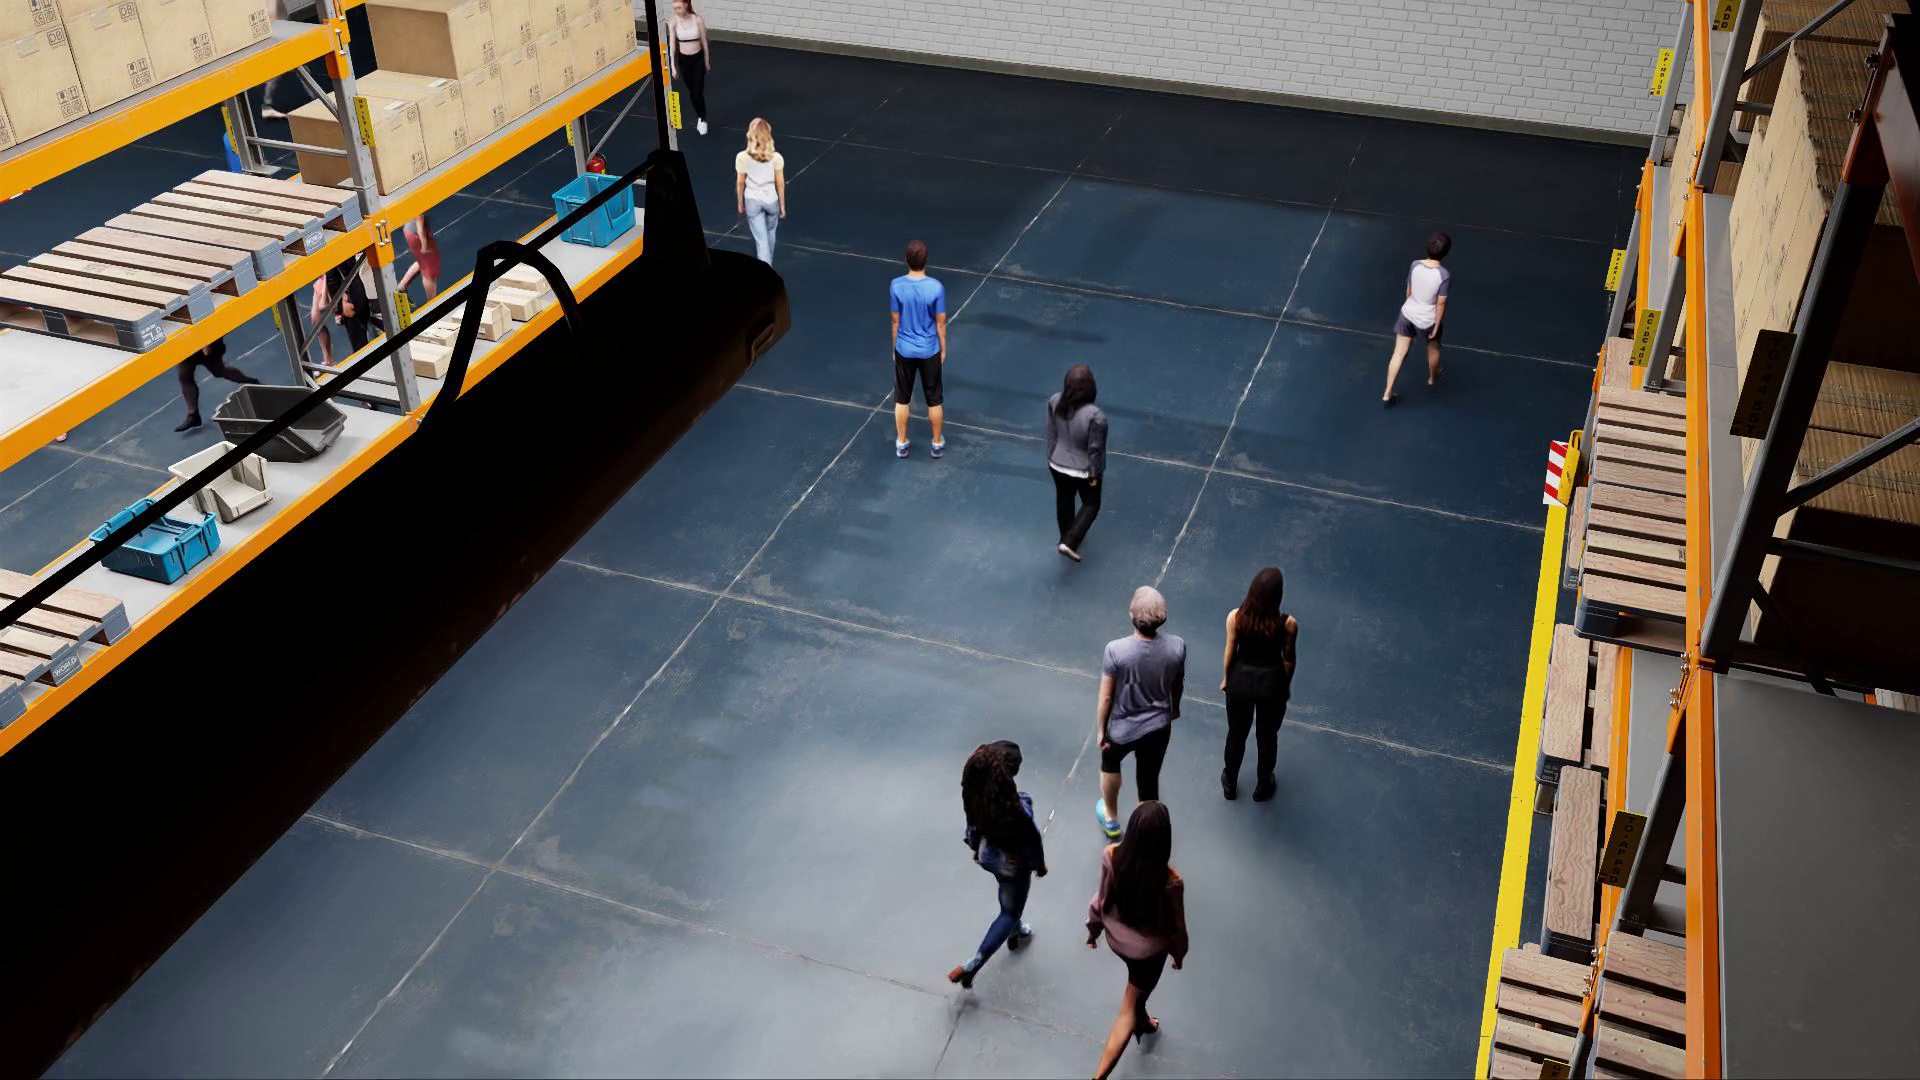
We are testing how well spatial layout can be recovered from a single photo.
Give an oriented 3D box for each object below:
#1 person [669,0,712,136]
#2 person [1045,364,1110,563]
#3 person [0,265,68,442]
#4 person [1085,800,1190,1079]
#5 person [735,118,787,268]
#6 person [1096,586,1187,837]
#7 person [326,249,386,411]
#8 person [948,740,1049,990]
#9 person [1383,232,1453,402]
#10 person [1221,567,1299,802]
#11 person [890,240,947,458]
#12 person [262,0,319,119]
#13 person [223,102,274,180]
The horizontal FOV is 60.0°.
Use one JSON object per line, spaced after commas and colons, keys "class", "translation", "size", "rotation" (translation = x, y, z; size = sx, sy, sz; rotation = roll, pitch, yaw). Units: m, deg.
{"class": "person", "translation": [-3.204, -5.751, 20.035], "size": [0.725, 1.719, 0.822], "rotation": [-5, 34, -7]}
{"class": "person", "translation": [0.813, -0.534, 12.307], "size": [0.794, 1.585, 0.876], "rotation": [23, 40, 30]}
{"class": "person", "translation": [-7.807, -1.554, 13.816], "size": [0.667, 1.612, 0.704], "rotation": [-11, 35, -16]}
{"class": "person", "translation": [0.833, 2.085, 8.192], "size": [0.869, 1.779, 1.162], "rotation": [20, 38, 27]}
{"class": "person", "translation": [-1.937, -3.233, 16.282], "size": [0.978, 1.680, 1.220], "rotation": [-4, 34, -6]}
{"class": "person", "translation": [1.040, 1.145, 9.529], "size": [0.864, 1.863, 0.950], "rotation": [-2, 34, -4]}
{"class": "person", "translation": [-5.096, -2.010, 14.250], "size": [0.758, 1.892, 0.834], "rotation": [-17, 37, -23]}
{"class": "person", "translation": [0.201, 1.754, 8.853], "size": [0.868, 1.598, 1.062], "rotation": [28, 43, 35]}
{"class": "person", "translation": [3.956, -1.899, 14.421], "size": [0.790, 1.517, 1.108], "rotation": [24, 40, 31]}
{"class": "person", "translation": [1.796, 0.886, 10.078], "size": [0.606, 1.688, 0.577], "rotation": [8, 34, 12]}
{"class": "person", "translation": [-0.350, -1.537, 13.566], "size": [0.667, 1.862, 0.659], "rotation": [1, 34, 2]}
{"class": "person", "translation": [-8.371, -6.023, 20.323], "size": [1.248, 1.852, 1.192], "rotation": [-14, 36, -20]}
{"class": "person", "translation": [-7.002, -3.409, 16.391], "size": [0.825, 1.851, 1.082], "rotation": [20, 38, 27]}
